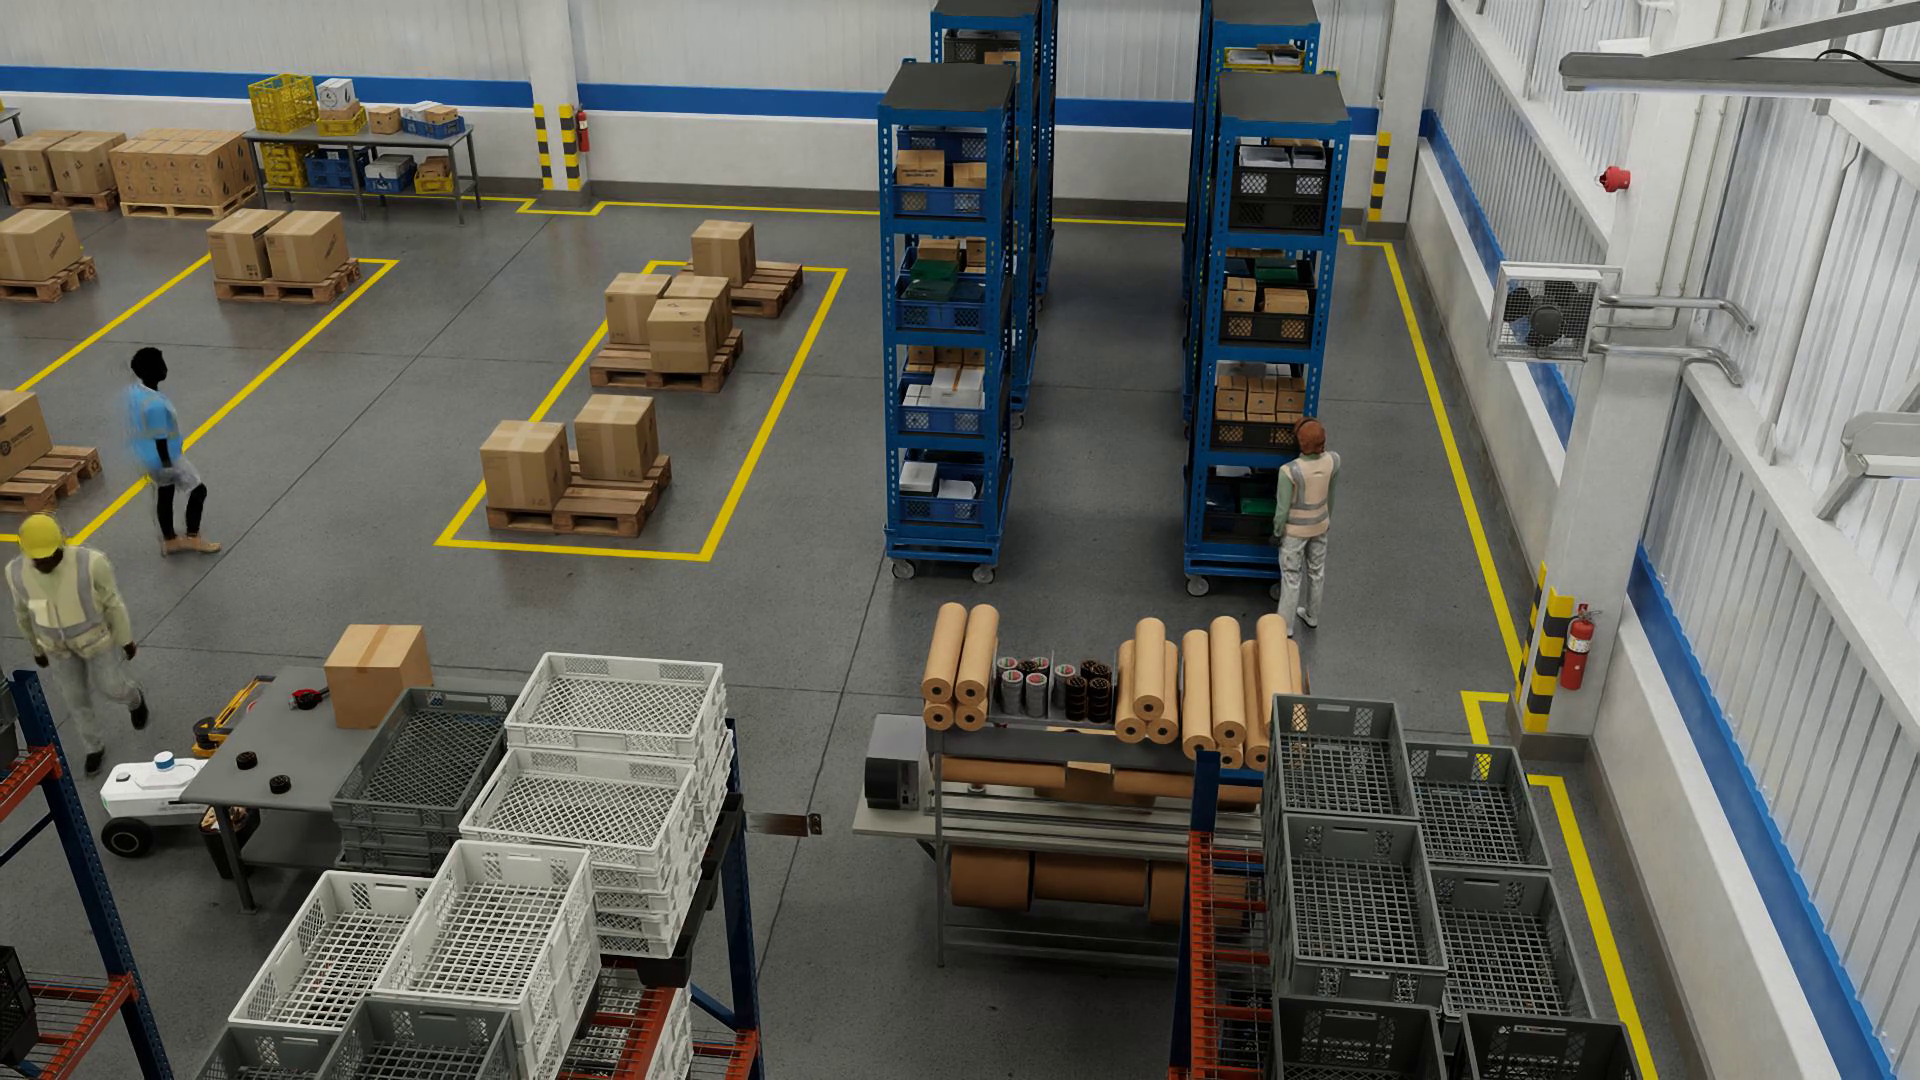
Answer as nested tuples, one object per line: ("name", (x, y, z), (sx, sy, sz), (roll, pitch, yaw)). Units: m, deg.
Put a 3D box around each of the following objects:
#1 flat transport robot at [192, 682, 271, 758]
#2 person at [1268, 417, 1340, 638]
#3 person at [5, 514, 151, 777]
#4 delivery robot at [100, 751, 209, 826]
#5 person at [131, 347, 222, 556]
("flat transport robot", (-4.089, 1.163, 10.648), (1.431, 0.197, 0.652), (3, 30, 6))
("person", (2.351, -0.080, 11.432), (0.514, 1.637, 0.315), (-16, 34, -25))
("person", (-5.362, 0.580, 10.136), (0.624, 1.808, 0.580), (-5, 31, -9))
("delivery robot", (-4.619, 1.462, 9.764), (0.707, 0.478, 0.477), (-2, 30, -4))
("person", (-5.862, -0.653, 12.368), (0.503, 1.677, 0.546), (-21, 36, -31))
